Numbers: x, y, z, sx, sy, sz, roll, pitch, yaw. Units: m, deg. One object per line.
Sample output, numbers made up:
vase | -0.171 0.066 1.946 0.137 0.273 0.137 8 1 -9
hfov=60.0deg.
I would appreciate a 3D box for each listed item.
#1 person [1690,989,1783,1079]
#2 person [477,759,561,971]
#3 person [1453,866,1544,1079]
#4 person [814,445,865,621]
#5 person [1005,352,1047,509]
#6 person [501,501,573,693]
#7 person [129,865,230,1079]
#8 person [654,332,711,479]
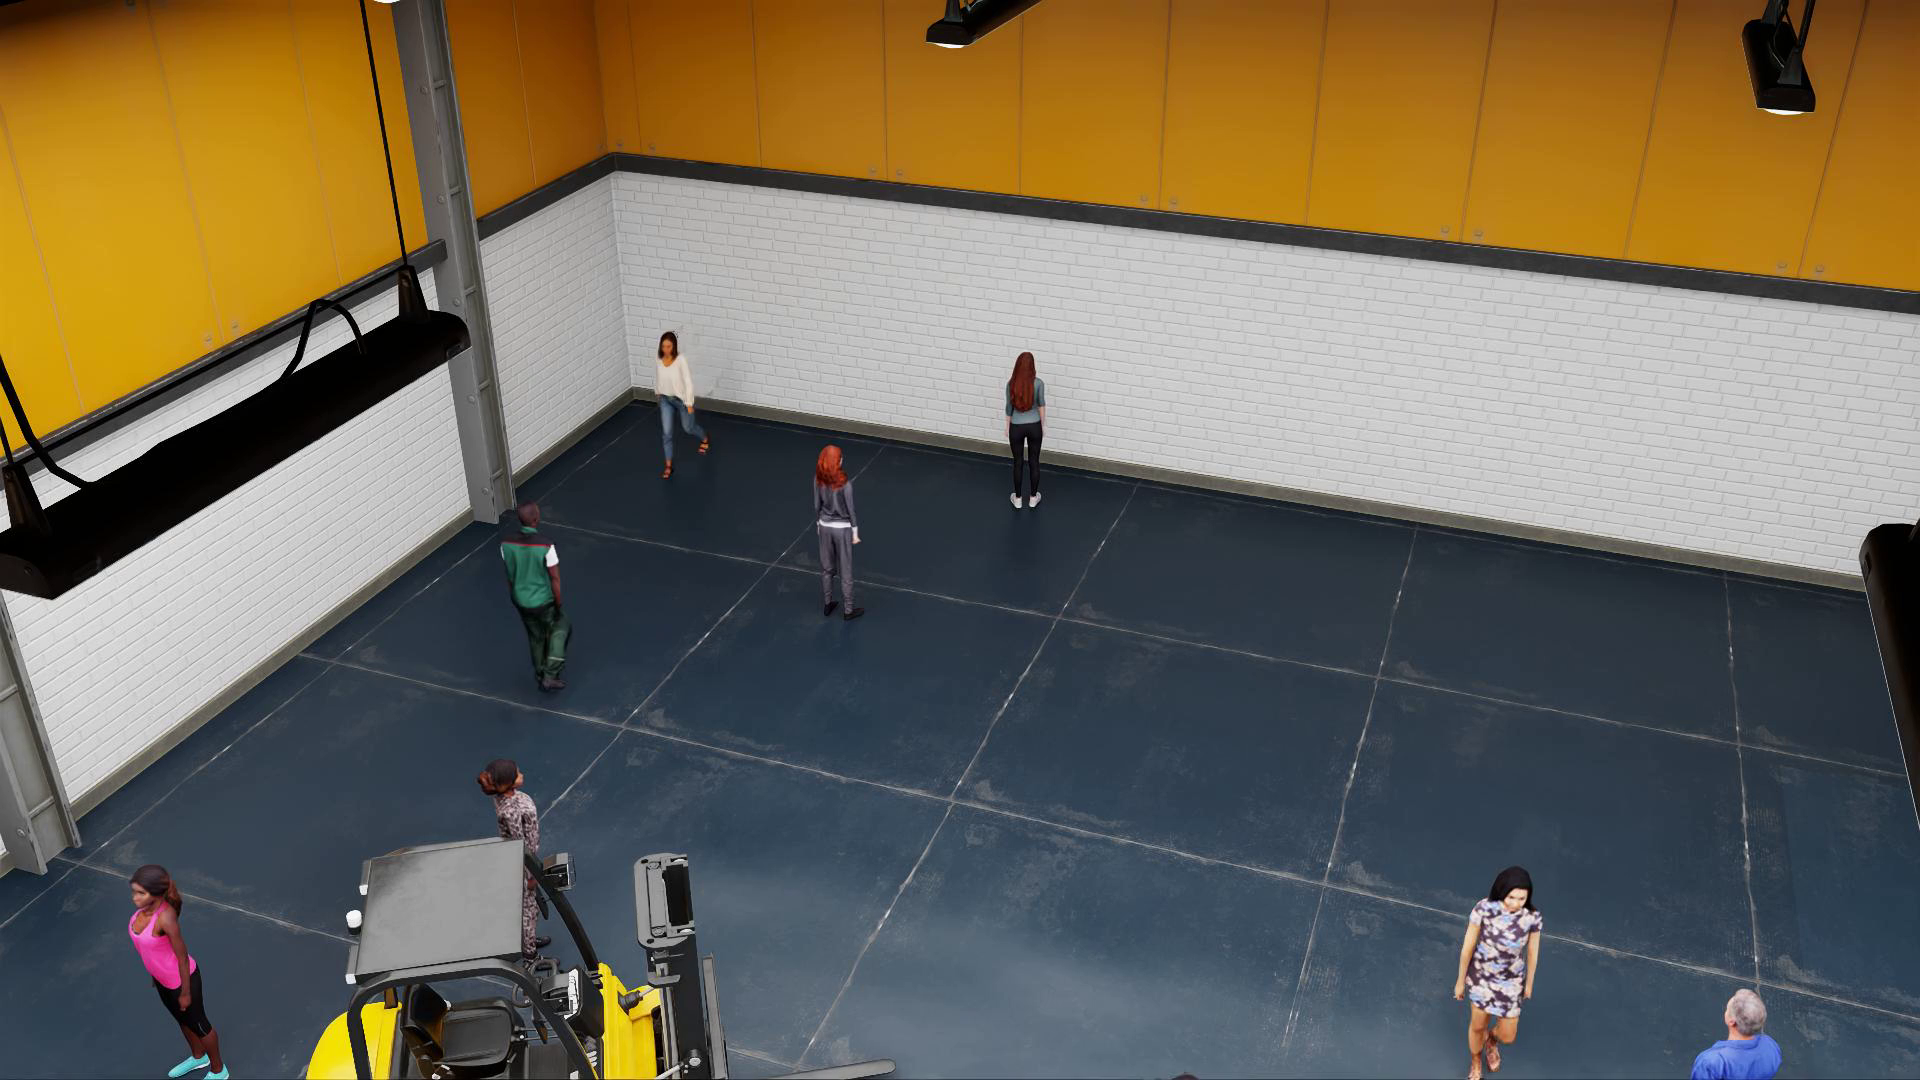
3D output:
person | 4.226 3.275 9.281 0.778 1.825 0.810 -10 30 -18
person | -3.014 2.203 11.364 0.740 1.714 0.678 -12 31 -21
person | 3.364 2.698 10.441 0.644 1.729 0.667 7 29 13
person | -1.151 -0.074 15.470 0.609 1.779 0.542 15 32 25
person | 0.687 -1.157 17.494 0.647 1.742 0.642 0 29 0
person | -3.674 0.550 14.276 0.738 1.827 0.752 5 29 8
person | -4.897 2.727 10.396 0.619 1.720 0.635 21 35 33
person | -3.065 -1.548 18.314 0.674 1.643 1.051 13 31 22
